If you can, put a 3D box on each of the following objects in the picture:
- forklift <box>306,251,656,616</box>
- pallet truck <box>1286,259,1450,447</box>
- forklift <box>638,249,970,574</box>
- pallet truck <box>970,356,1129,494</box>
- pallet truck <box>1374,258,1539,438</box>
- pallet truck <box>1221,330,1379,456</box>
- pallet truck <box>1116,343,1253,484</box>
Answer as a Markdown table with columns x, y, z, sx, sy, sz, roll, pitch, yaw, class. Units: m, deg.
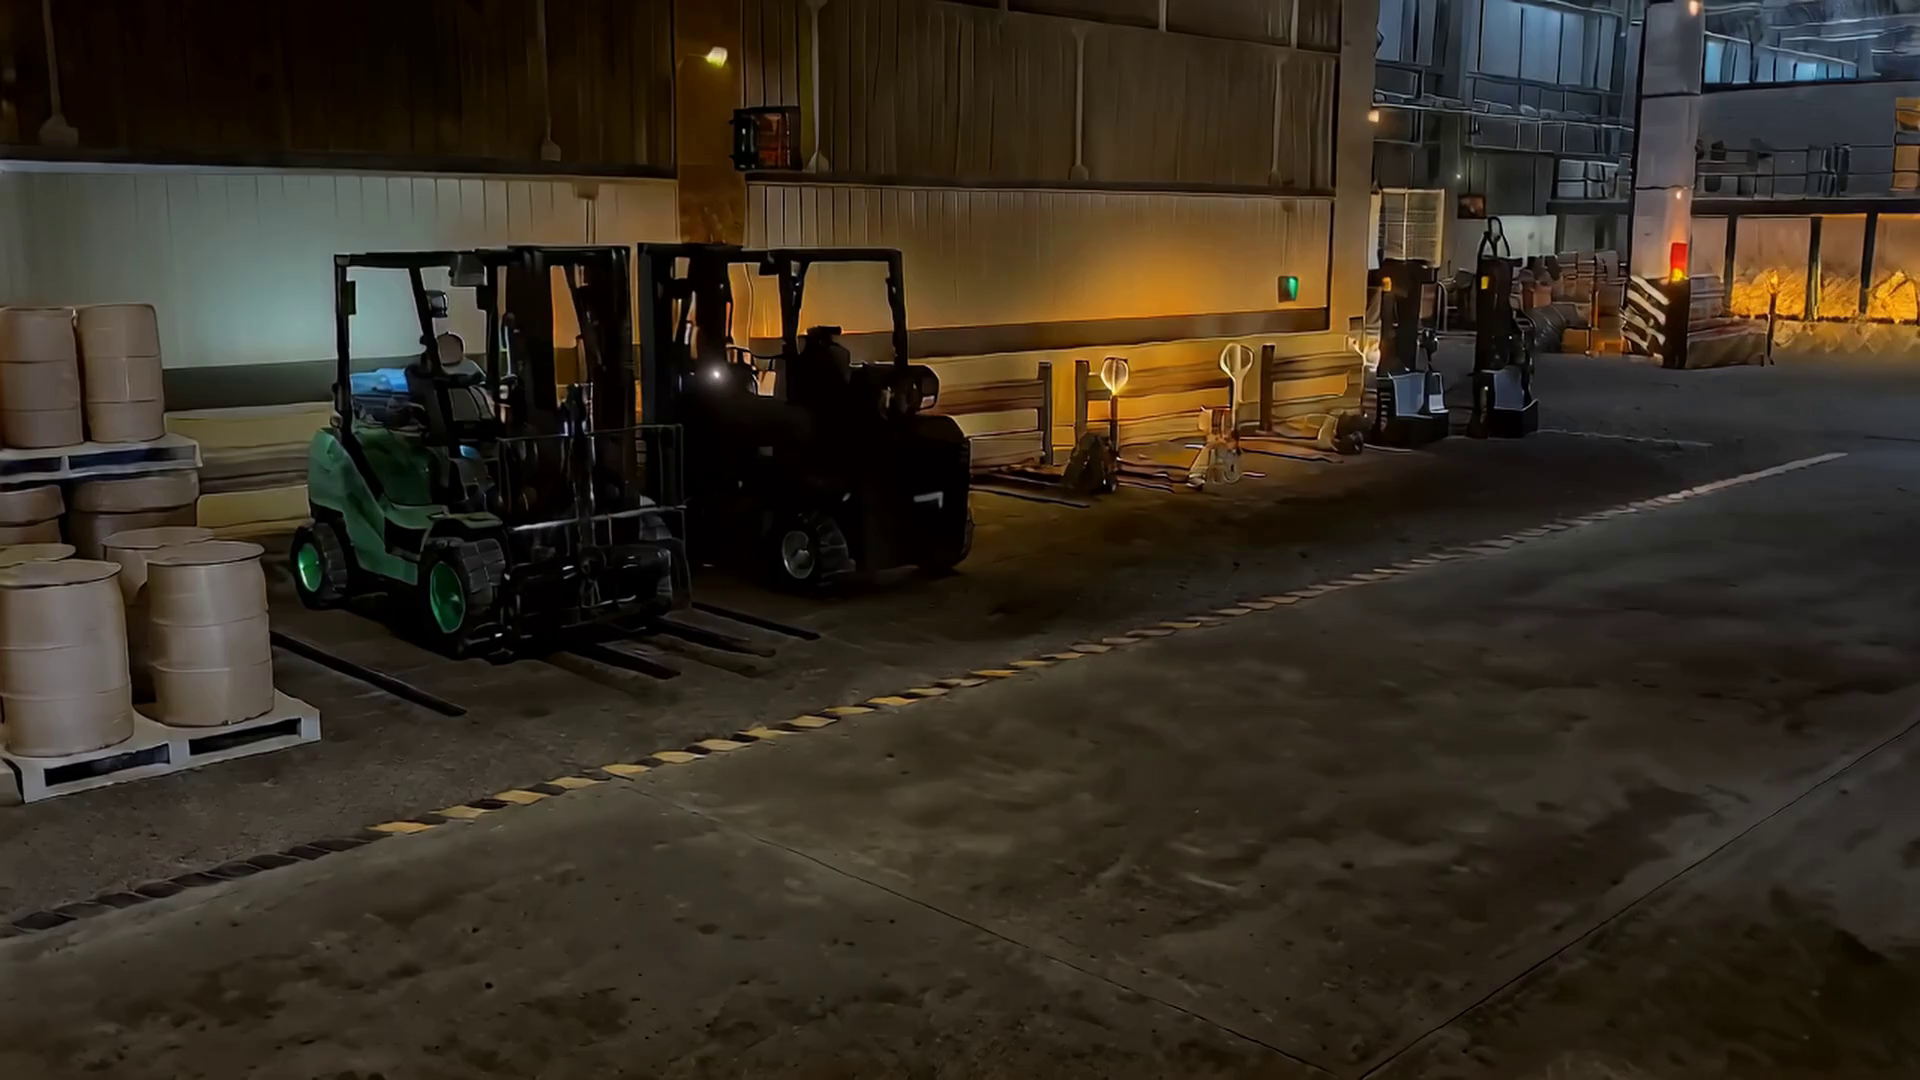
| x | y | z | sx | sy | sz | roll | pitch | yaw | class |
| --- | --- | --- | --- | --- | --- | --- | --- | --- | --- |
| -2.833 | -0.669 | 9.694 | 1.157 | 1.987 | 2.680 | -10 | 14 | -44 | forklift |
| 4.493 | -2.078 | 18.196 | 0.823 | 1.965 | 1.885 | -9 | 14 | -40 | pallet truck |
| -1.173 | -0.958 | 11.239 | 2.680 | 1.987 | 1.157 | 10 | 14 | 43 | forklift |
| 0.784 | -1.085 | 14.876 | 0.680 | 1.201 | 1.601 | -10 | 14 | -44 | pallet truck |
| 5.704 | -2.208 | 18.901 | 1.885 | 1.965 | 0.823 | 10 | 14 | 43 | pallet truck |
| 3.563 | -1.581 | 17.381 | 0.653 | 1.274 | 1.630 | -10 | 14 | -44 | pallet truck |
| 1.962 | -1.215 | 15.415 | 1.522 | 1.261 | 0.704 | 10 | 14 | 43 | pallet truck |
